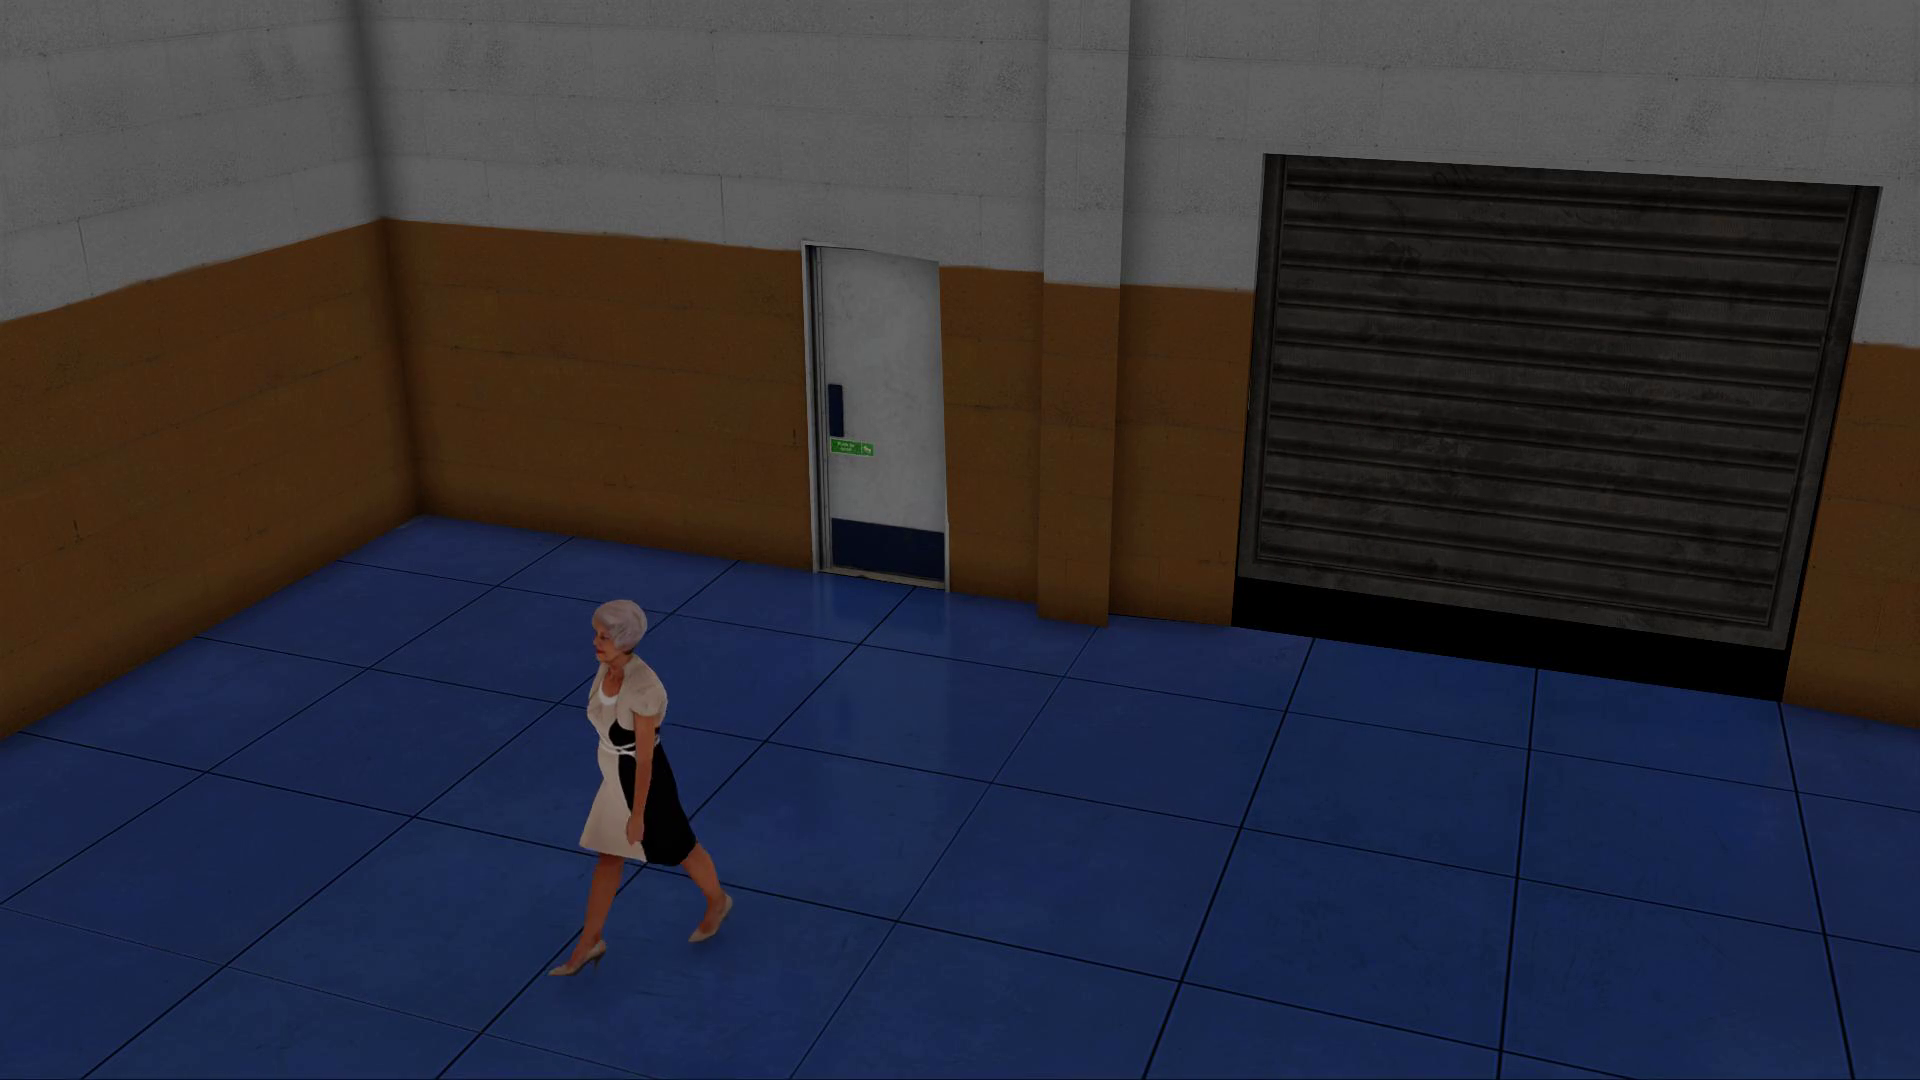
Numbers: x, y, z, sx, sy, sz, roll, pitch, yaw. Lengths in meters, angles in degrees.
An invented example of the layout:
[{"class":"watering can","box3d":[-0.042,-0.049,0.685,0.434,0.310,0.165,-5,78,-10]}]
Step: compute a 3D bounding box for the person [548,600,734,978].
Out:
[{"class":"person","box3d":[-1.274,1.058,7.105,1.070,1.701,1.124,-16,27,-34]}]
